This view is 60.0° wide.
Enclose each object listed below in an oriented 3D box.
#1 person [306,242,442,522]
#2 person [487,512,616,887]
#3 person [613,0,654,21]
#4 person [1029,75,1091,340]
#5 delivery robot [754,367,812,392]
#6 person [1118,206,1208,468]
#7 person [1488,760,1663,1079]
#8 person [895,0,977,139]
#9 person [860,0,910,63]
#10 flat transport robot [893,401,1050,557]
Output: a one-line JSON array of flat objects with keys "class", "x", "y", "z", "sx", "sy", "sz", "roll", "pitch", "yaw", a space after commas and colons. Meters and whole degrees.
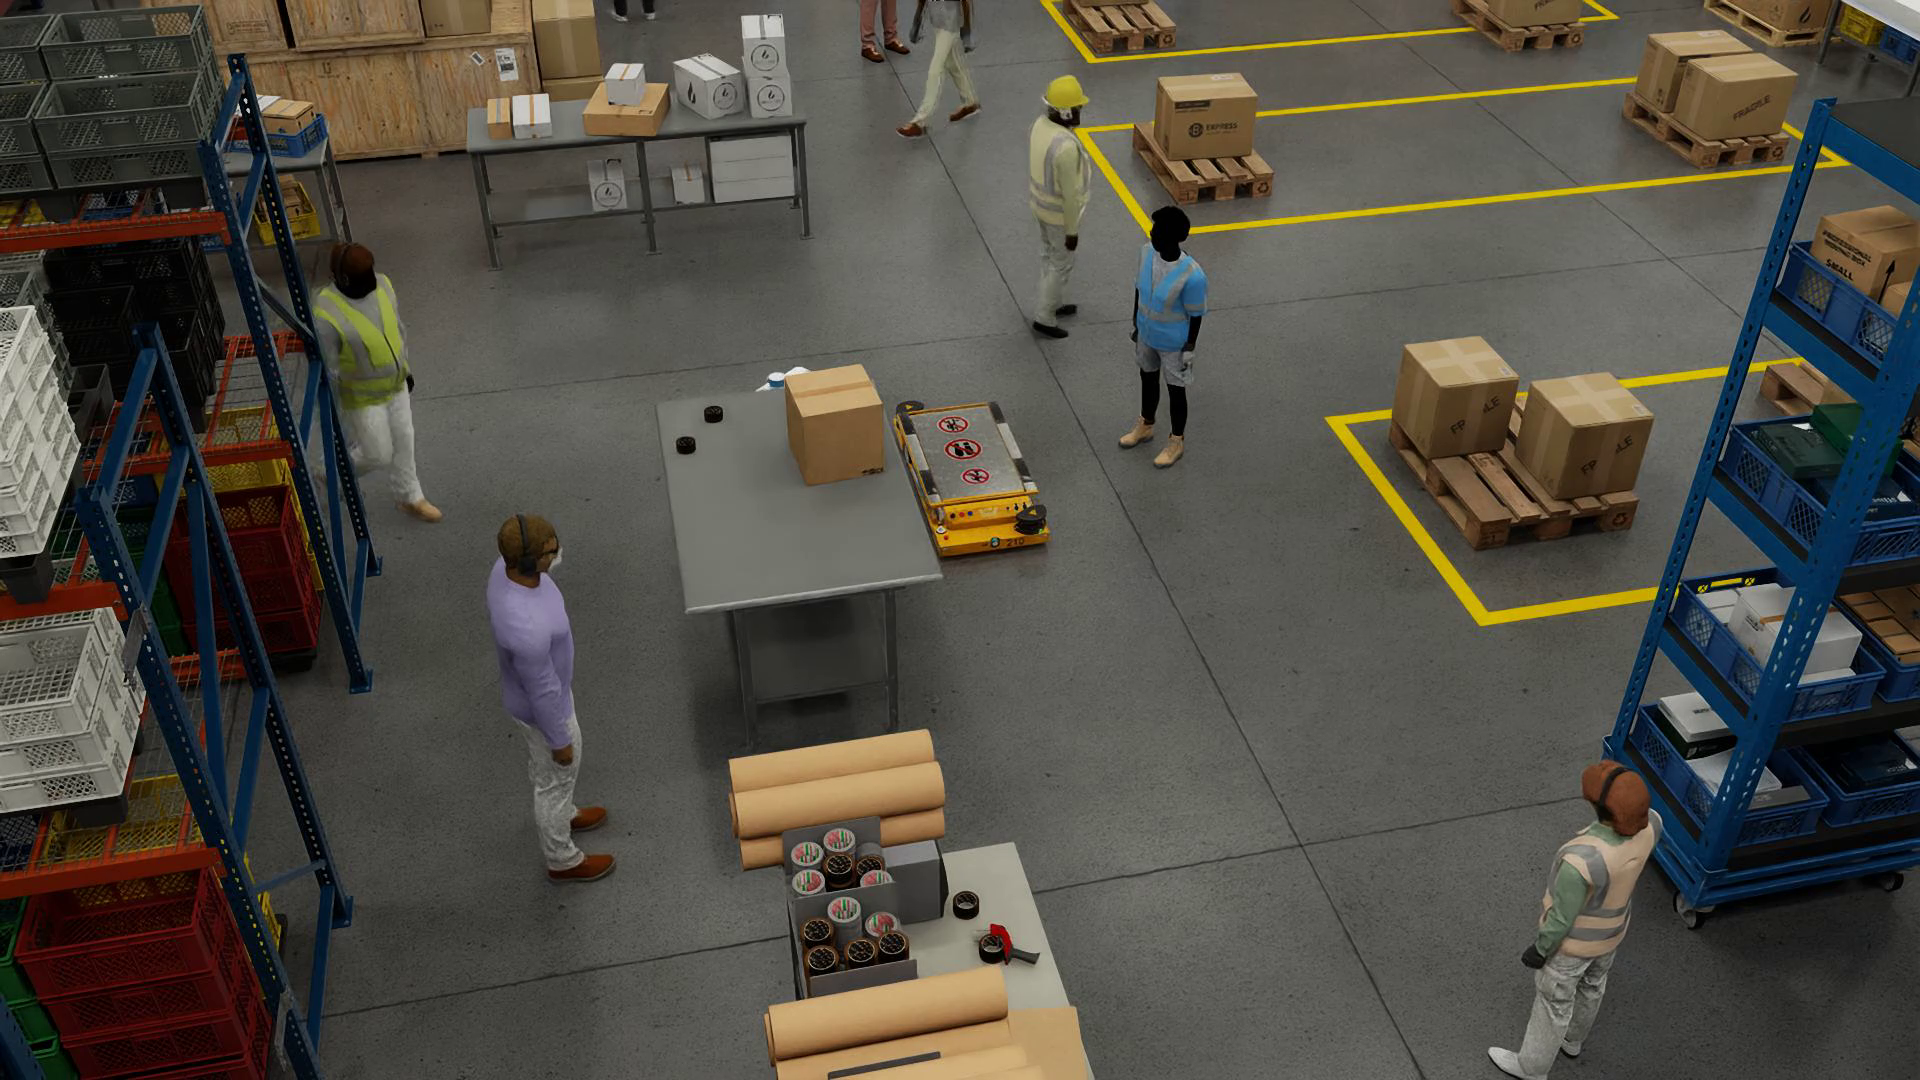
[{"class": "person", "x": -3.397, "y": -0.881, "z": 9.425, "sx": 0.590, "sy": 1.822, "sz": 0.645, "roll": 13, "pitch": 39, "yaw": 17}, {"class": "person", "x": -1.795, "y": 0.692, "z": 7.221, "sx": 0.358, "sy": 1.932, "sz": 0.629, "roll": -12, "pitch": 38, "yaw": -15}, {"class": "person", "x": -3.304, "y": -6.050, "z": 16.310, "sx": 0.622, "sy": 1.899, "sz": 0.419, "roll": -10, "pitch": 38, "yaw": -14}, {"class": "person", "x": 0.677, "y": -2.258, "z": 11.275, "sx": 0.404, "sy": 1.839, "sz": 0.594, "roll": -12, "pitch": 38, "yaw": -16}, {"class": "delivery robot", "x": -1.120, "y": -0.807, "z": 10.304, "sx": 0.477, "sy": 0.478, "sz": 0.707, "roll": 24, "pitch": 43, "yaw": 29}, {"class": "person", "x": 1.224, "y": -1.223, "z": 9.984, "sx": 0.319, "sy": 1.698, "sz": 0.538, "roll": -26, "pitch": 44, "yaw": -30}, {"class": "person", "x": 2.383, "y": 1.490, "z": 6.390, "sx": 0.513, "sy": 1.638, "sz": 0.309, "roll": -23, "pitch": 43, "yaw": -28}, {"class": "person", "x": -0.190, "y": -4.351, "z": 14.096, "sx": 0.994, "sy": 1.812, "sz": 0.525, "roll": -22, "pitch": 42, "yaw": -27}, {"class": "person", "x": -0.709, "y": -5.451, "z": 15.508, "sx": 0.645, "sy": 1.901, "sz": 0.400, "roll": -31, "pitch": 46, "yaw": -34}, {"class": "flat transport robot", "x": 0.046, "y": -0.430, "z": 10.108, "sx": 0.652, "sy": 0.197, "sz": 1.431, "roll": -8, "pitch": 37, "yaw": -10}]
